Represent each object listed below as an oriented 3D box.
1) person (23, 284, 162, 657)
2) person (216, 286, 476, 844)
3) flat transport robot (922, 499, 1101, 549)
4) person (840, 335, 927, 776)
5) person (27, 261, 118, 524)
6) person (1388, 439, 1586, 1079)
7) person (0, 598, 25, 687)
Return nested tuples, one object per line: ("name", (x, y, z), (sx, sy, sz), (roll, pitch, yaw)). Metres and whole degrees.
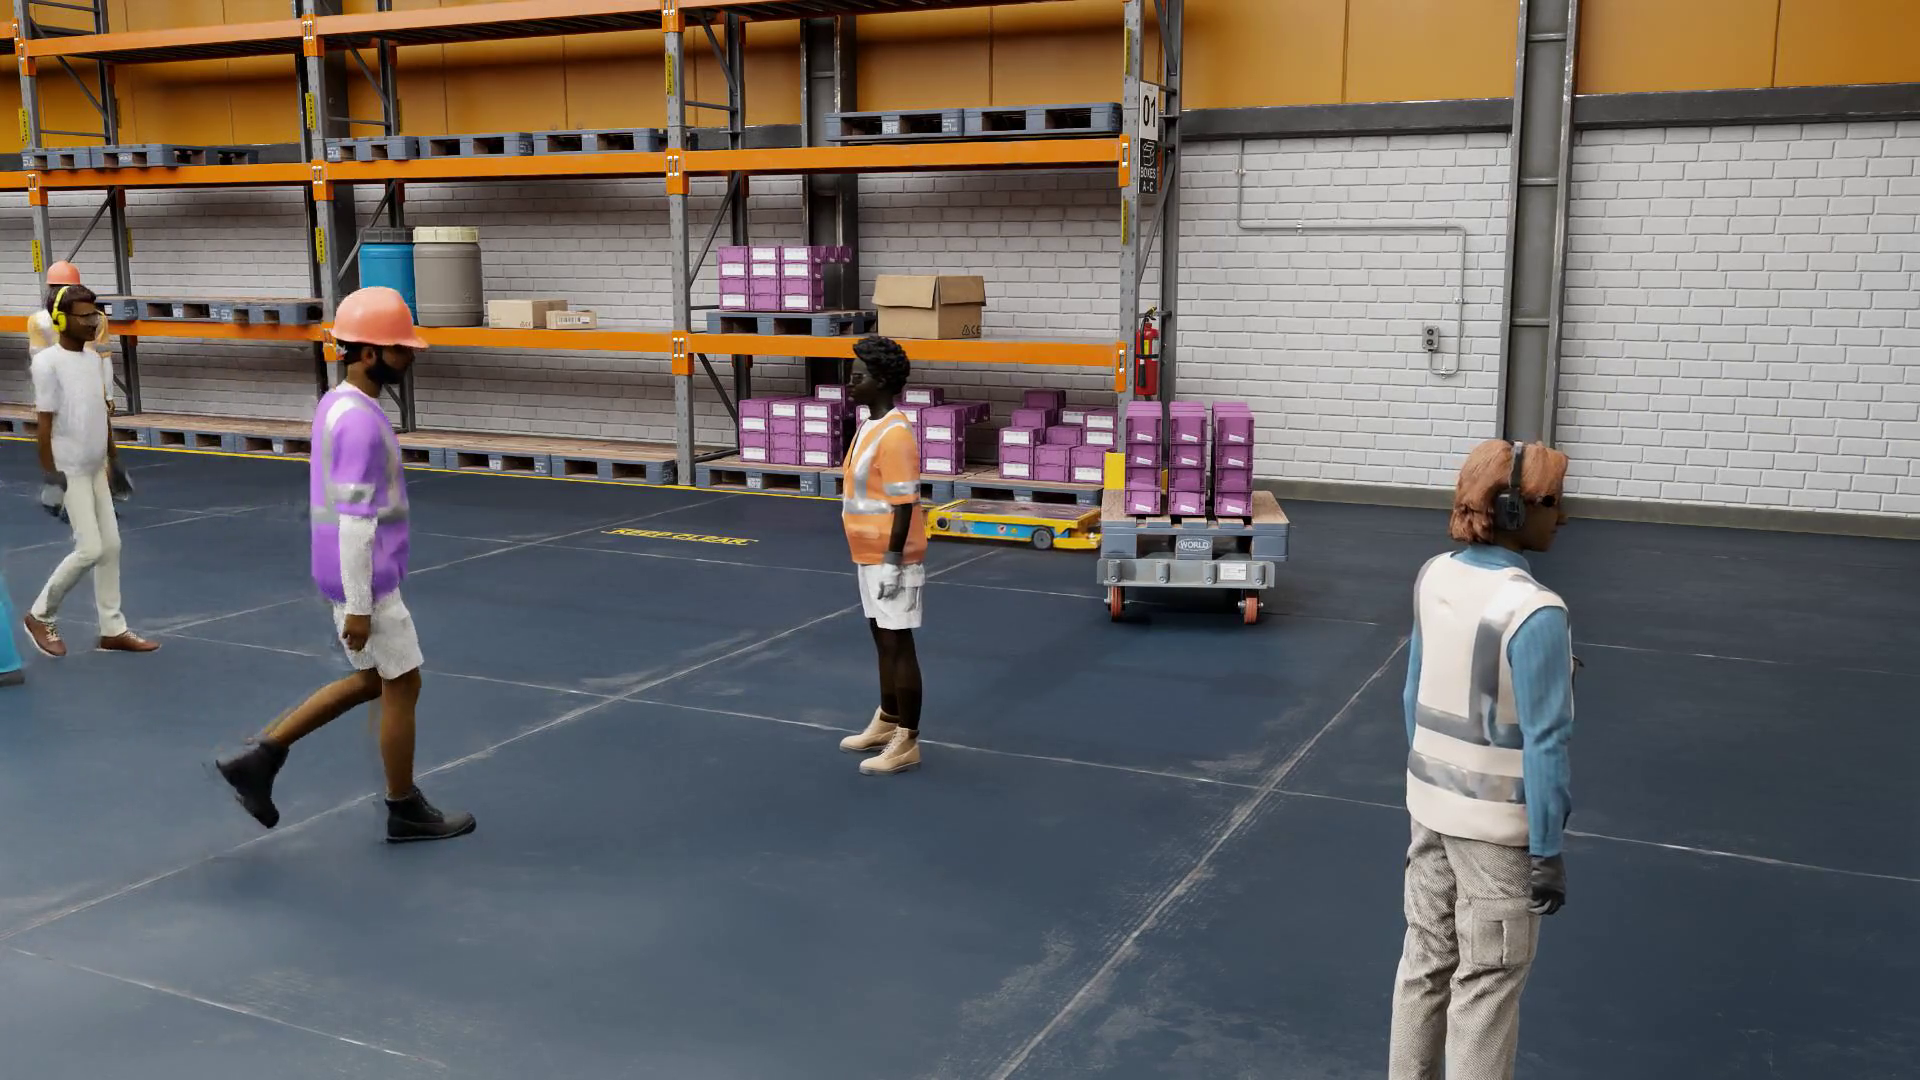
("person", (-4.334, -0.334, 8.245), (0.497, 1.863, 0.568), (0, 10, 1))
("person", (-2.069, 0.121, 5.522), (0.725, 1.909, 0.545), (-5, 11, -26))
("flat transport robot", (0.387, -0.125, 11.592), (1.431, 0.197, 0.652), (4, 11, 23))
("person", (-0.298, 0.058, 6.461), (0.321, 1.697, 0.529), (-3, 10, -15))
("person", (-6.557, -1.084, 12.309), (0.542, 1.939, 0.361), (-7, 12, -35))
("person", (1.106, 0.602, 3.519), (0.310, 1.636, 0.523), (-2, 10, -14))
("person", (-4.769, -0.182, 7.508), (0.901, 1.805, 0.578), (-4, 11, -20))
